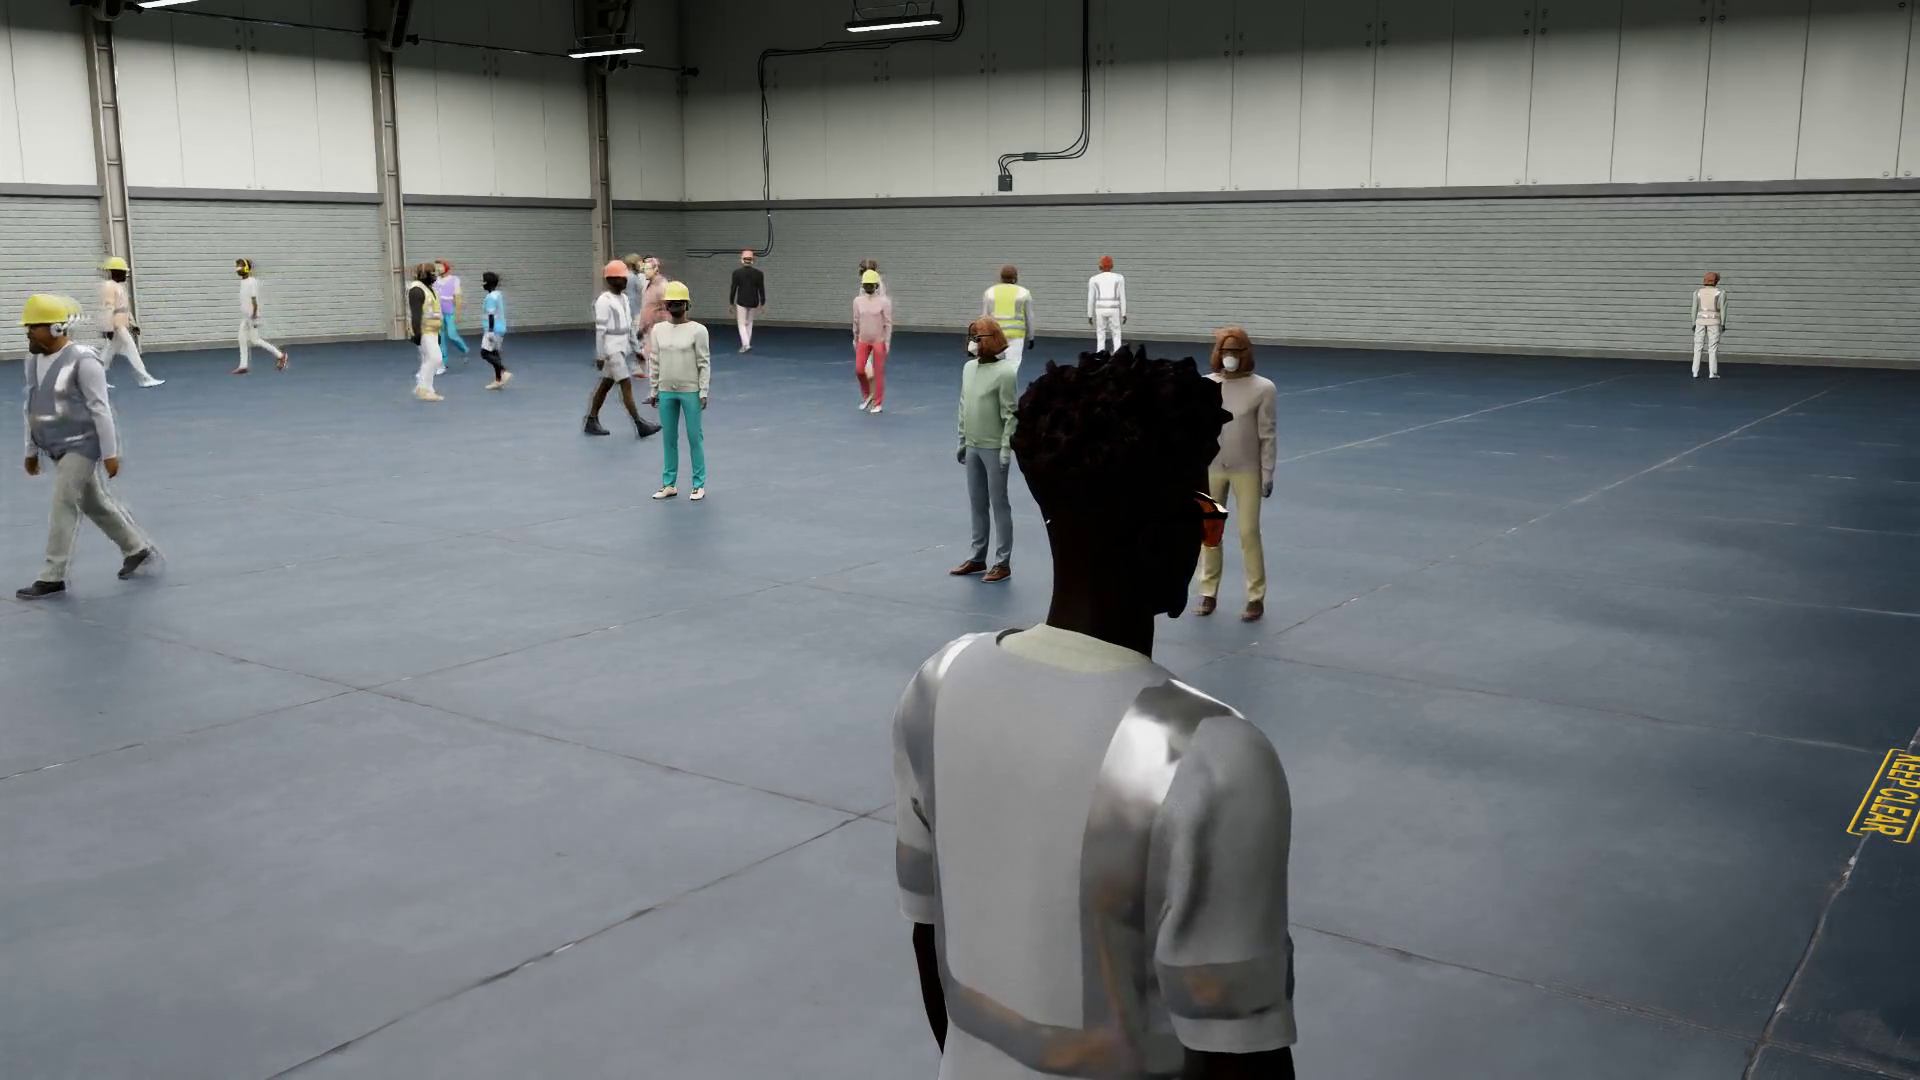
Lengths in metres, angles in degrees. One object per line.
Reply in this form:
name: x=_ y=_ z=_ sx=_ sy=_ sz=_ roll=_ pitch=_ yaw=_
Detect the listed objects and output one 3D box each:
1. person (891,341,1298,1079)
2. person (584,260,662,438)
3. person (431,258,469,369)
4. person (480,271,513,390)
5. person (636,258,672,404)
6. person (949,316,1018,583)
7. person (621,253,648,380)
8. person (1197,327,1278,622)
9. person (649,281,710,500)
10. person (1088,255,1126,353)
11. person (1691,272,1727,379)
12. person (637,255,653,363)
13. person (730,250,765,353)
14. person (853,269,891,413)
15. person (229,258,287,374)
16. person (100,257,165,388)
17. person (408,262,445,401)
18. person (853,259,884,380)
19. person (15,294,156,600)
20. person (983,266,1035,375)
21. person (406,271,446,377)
person: x=0.173 y=0.748 z=2.010 sx=0.367 sy=1.966 sz=0.605 roll=-8 pitch=13 yaw=-39
person: x=-3.664 y=-2.038 z=17.844 sx=1.010 sy=1.892 sz=0.543 roll=2 pitch=10 yaw=13
person: x=-8.464 y=-3.744 z=27.548 sx=0.570 sy=1.833 sz=0.557 roll=4 pitch=11 yaw=23
person: x=-6.594 y=-2.945 z=23.483 sx=0.375 sy=1.680 sz=0.545 roll=-1 pitch=10 yaw=-4
person: x=-4.031 y=-2.720 z=21.685 sx=0.668 sy=1.885 sz=0.641 roll=-5 pitch=11 yaw=-24
person: x=0.156 y=-0.559 z=10.257 sx=0.279 sy=1.634 sz=0.497 roll=-8 pitch=13 yaw=-37
person: x=-4.981 y=-3.374 z=25.199 sx=0.509 sy=1.925 sz=0.640 roll=-1 pitch=10 yaw=-5
person: x=1.494 y=-0.366 z=9.217 sx=0.512 sy=1.626 sz=0.301 roll=5 pitch=11 yaw=25
person: x=-2.278 y=-1.204 z=13.493 sx=0.530 sy=1.772 sz=0.302 roll=3 pitch=11 yaw=16
person: x=2.393 y=-3.682 z=27.072 sx=0.628 sy=1.875 sz=0.416 roll=1 pitch=10 yaw=8
person: x=11.510 y=-3.297 z=25.584 sx=0.514 sy=1.640 sz=0.310 roll=9 pitch=14 yaw=41
person: x=-5.392 y=-4.006 z=28.892 sx=0.526 sy=1.876 sz=0.324 roll=0 pitch=10 yaw=-2
person: x=-4.024 y=-4.488 z=31.396 sx=0.672 sy=1.942 sz=0.713 roll=-4 pitch=11 yaw=-22
person: x=-1.077 y=-2.422 z=20.357 sx=0.524 sy=1.756 sz=0.377 roll=3 pitch=11 yaw=16
person: x=-11.313 y=-3.589 z=26.666 sx=0.817 sy=1.845 sz=0.524 roll=-9 pitch=14 yaw=-42
person: x=-12.023 y=-3.100 z=23.814 sx=0.997 sy=1.873 sz=0.604 roll=-3 pitch=11 yaw=-17
person: x=-6.962 y=-2.711 z=21.766 sx=0.453 sy=1.828 sz=0.656 roll=0 pitch=10 yaw=-1
person: x=-1.413 y=-3.336 z=25.264 sx=0.536 sy=1.825 sz=0.651 roll=2 pitch=10 yaw=10
person: x=-5.292 y=-0.586 z=9.999 sx=0.601 sy=1.791 sz=0.917 roll=6 pitch=12 yaw=30
person: x=0.633 y=-2.589 z=21.194 sx=0.654 sy=1.786 sz=0.974 roll=3 pitch=10 yaw=15
person: x=-8.363 y=-3.433 z=26.158 sx=0.489 sy=1.705 sz=0.864 roll=4 pitch=11 yaw=21
